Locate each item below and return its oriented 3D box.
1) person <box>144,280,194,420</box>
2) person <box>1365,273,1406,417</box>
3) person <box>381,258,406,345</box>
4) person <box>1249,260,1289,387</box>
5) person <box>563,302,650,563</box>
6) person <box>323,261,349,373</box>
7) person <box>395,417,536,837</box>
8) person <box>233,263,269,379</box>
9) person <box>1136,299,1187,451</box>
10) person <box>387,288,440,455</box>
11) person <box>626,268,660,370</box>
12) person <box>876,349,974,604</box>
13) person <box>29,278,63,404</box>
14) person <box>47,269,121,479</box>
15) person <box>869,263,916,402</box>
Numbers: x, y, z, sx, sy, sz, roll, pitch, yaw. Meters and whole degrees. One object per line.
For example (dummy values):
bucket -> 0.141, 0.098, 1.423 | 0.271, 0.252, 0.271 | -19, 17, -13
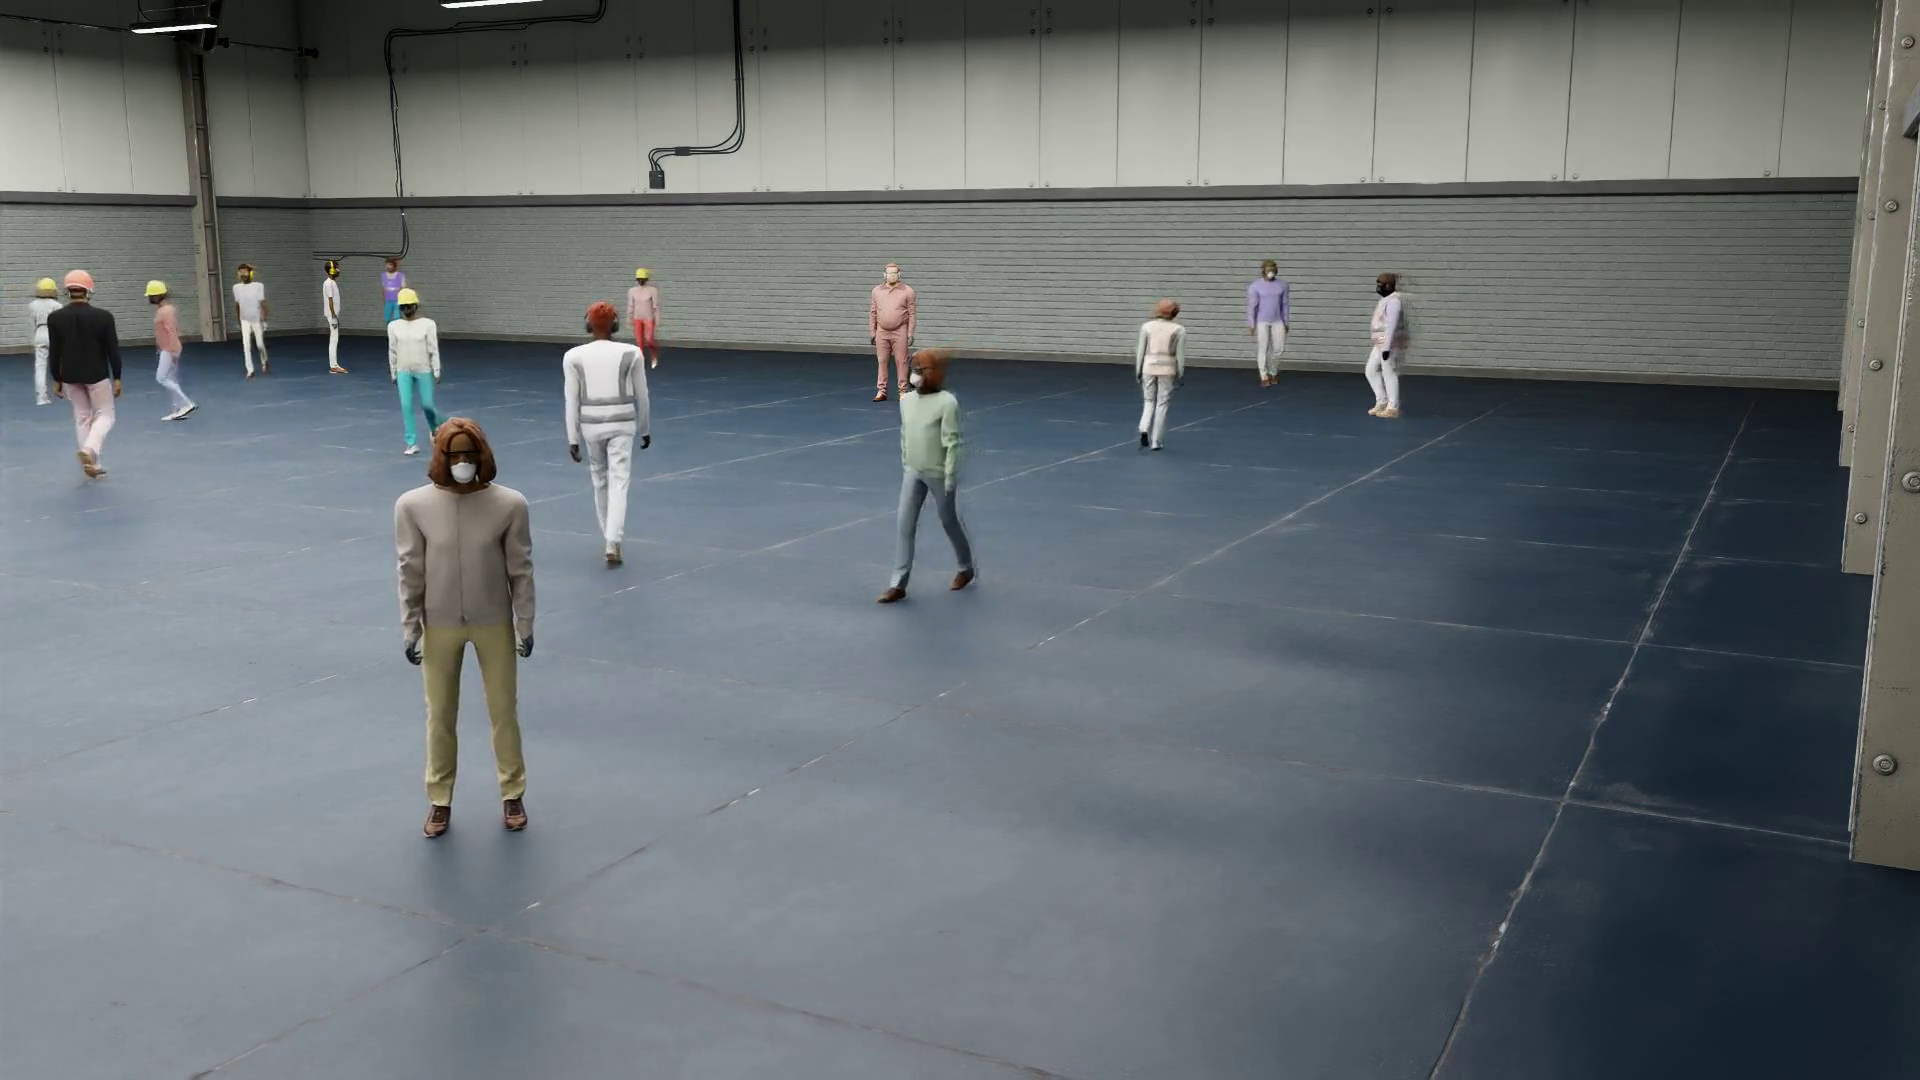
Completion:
person -> -9.818, -2.330, 20.559 | 0.376, 1.744, 0.554 | -6, 12, -29
person -> 5.371, -2.458, 21.041 | 0.517, 1.820, 0.652 | 0, 10, 3
person -> -11.772, -4.942, 34.579 | 0.587, 1.821, 0.490 | 2, 11, 10
person -> 4.691, -3.276, 25.223 | 0.664, 1.925, 0.444 | -1, 10, -7
person -> -2.513, -0.769, 11.821 | 0.573, 1.843, 1.017 | 0, 10, -2
person -> -10.480, -3.735, 27.889 | 0.325, 1.868, 0.524 | -4, 11, -19
person -> -1.878, 0.336, 6.362 | 0.501, 1.626, 0.306 | -3, 11, -14
person -> -11.453, -3.555, 26.932 | 0.520, 1.856, 0.665 | -2, 11, -10
person -> 2.152, -1.761, 17.763 | 0.534, 1.616, 0.427 | 5, 11, 23
person -> -5.764, -1.794, 17.619 | 0.532, 1.744, 0.620 | -1, 10, -4
person -> -5.380, -3.745, 28.260 | 0.542, 1.750, 0.385 | 2, 11, 8
person -> -0.187, -0.421, 10.569 | 0.510, 1.590, 0.842 | 8, 13, 38
person -> -12.488, -2.736, 22.908 | 0.498, 1.697, 0.898 | 0, 10, 1
person -> -8.174, -1.527, 15.527 | 0.636, 1.978, 0.663 | -1, 10, -7
person -> -0.944, -2.854, 22.975 | 0.653, 1.906, 0.408 | 2, 11, 12
